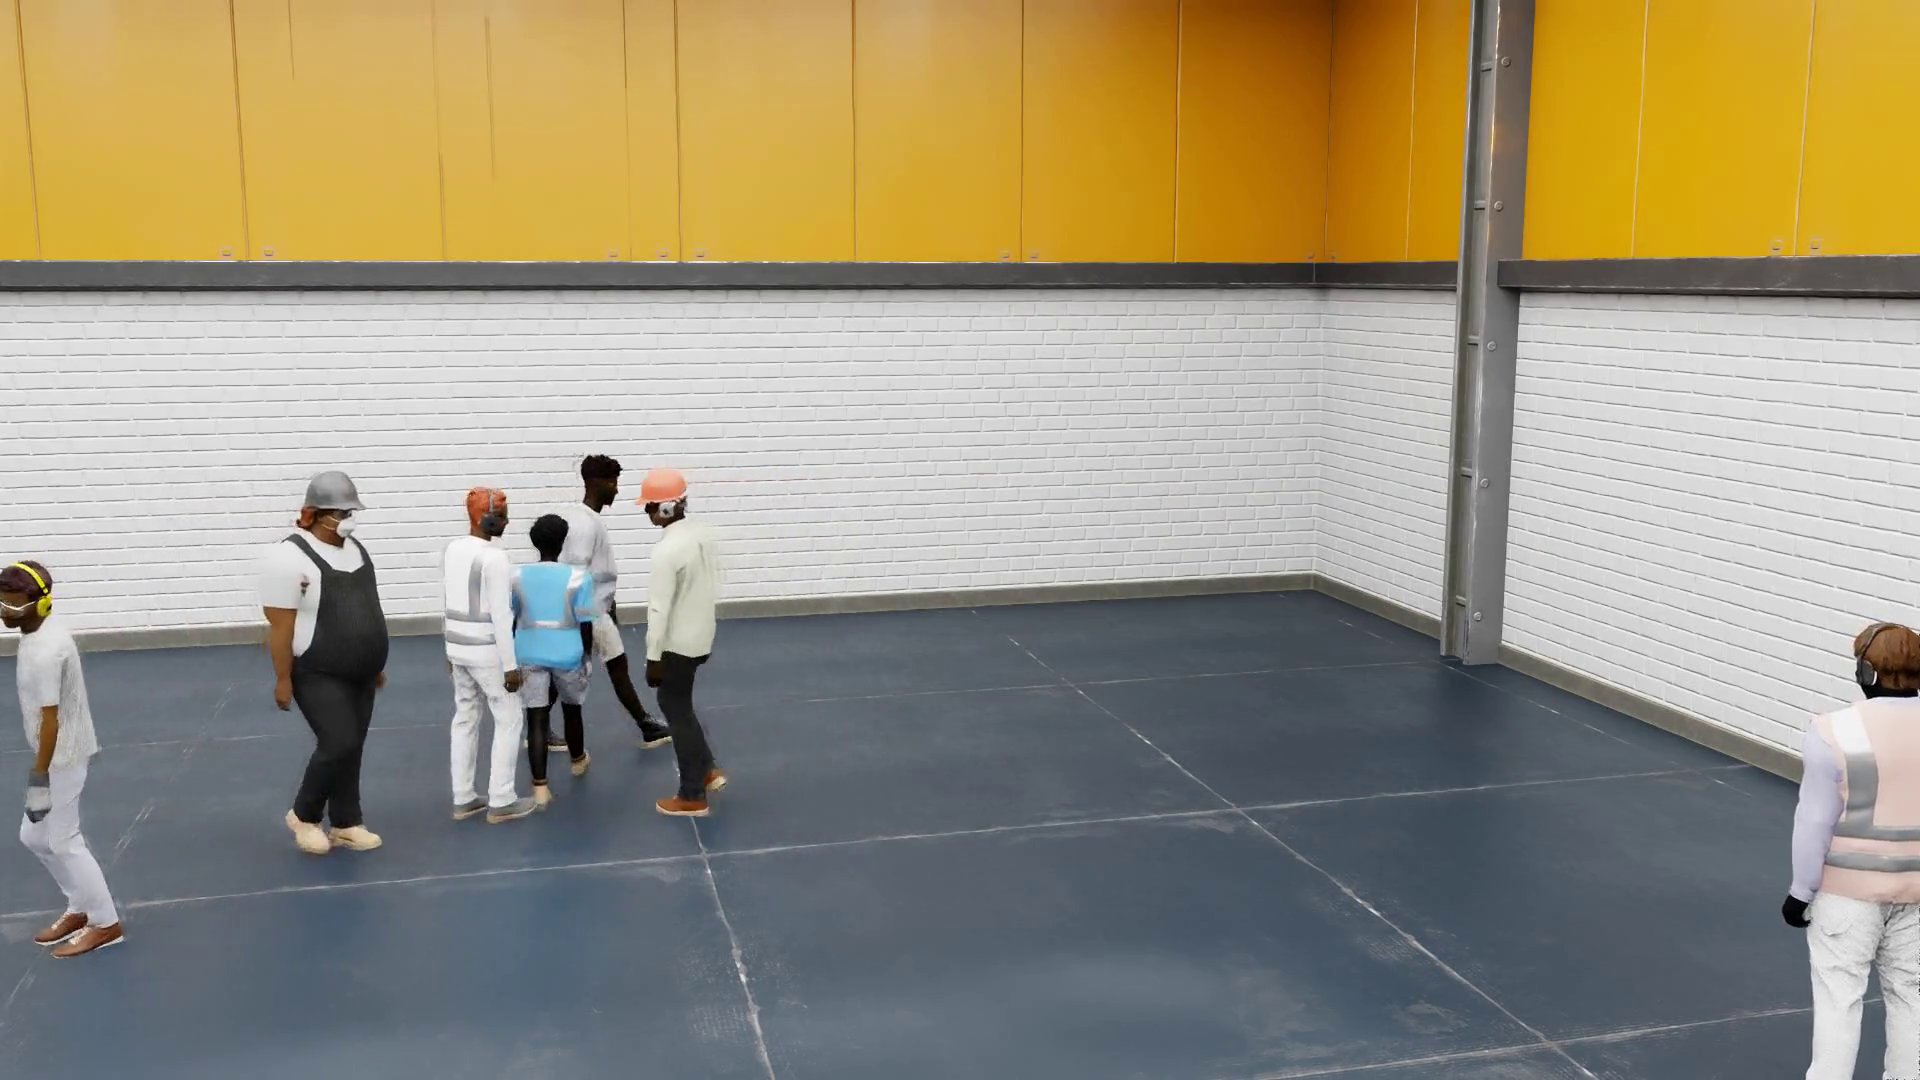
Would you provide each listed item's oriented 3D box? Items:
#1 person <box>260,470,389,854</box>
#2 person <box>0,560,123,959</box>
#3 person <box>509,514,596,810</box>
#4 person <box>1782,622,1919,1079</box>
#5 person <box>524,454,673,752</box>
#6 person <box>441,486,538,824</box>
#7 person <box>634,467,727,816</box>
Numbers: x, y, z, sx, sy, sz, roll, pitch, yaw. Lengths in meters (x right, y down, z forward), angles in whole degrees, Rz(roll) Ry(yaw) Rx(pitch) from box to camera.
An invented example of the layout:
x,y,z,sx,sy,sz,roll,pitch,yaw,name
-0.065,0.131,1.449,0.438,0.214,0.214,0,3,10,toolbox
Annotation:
x,y,z,sx,sy,sz,roll,pitch,yaw,name
-3.219,0.640,8.629,0.536,2.000,0.697,3,10,18,person
-3.947,0.963,7.271,0.451,1.825,0.581,-6,11,-34,person
-2.368,0.672,9.617,0.543,1.645,0.849,-1,9,-7,person
3.187,1.192,5.806,0.638,1.840,0.430,-1,9,-3,person
-2.299,0.406,10.525,1.049,1.896,0.626,-2,9,-13,person
-2.613,0.638,9.179,0.611,1.876,0.431,8,12,41,person
-1.573,0.573,9.251,0.433,1.972,0.640,2,9,14,person
